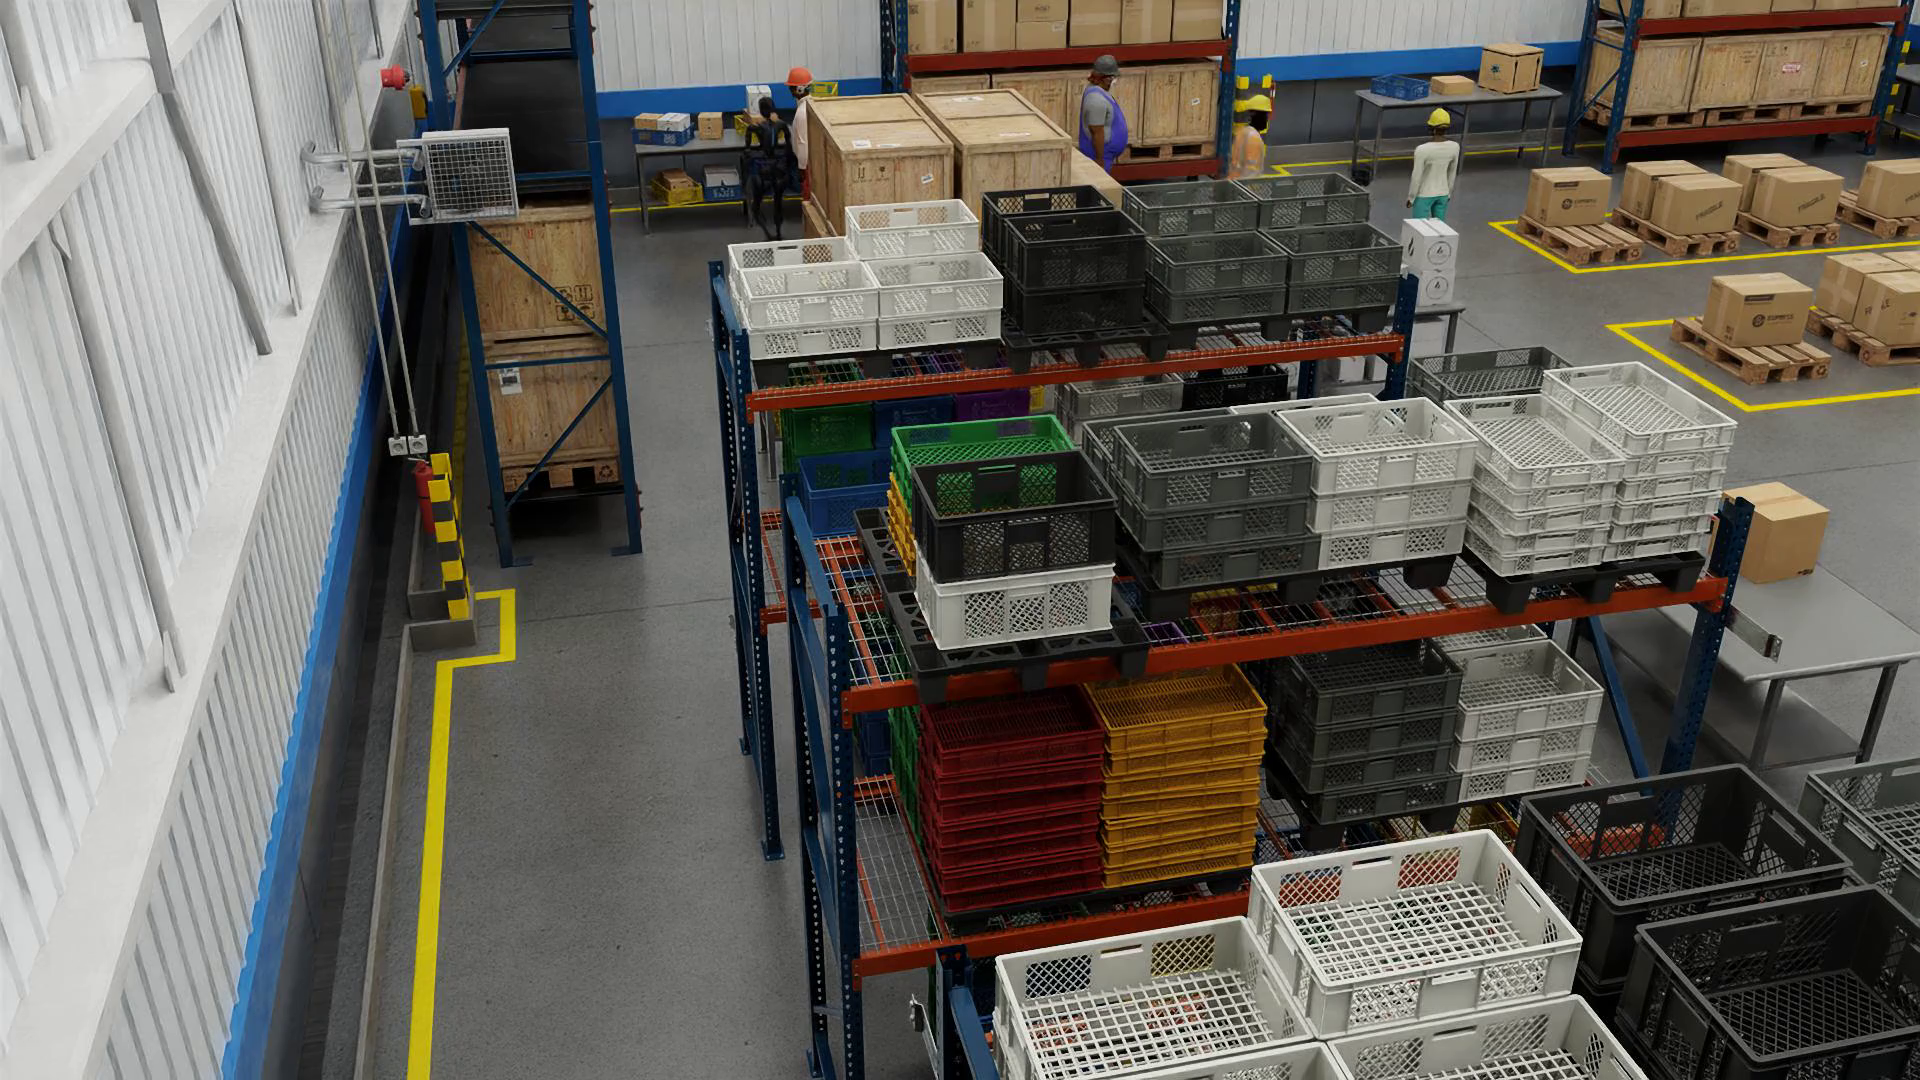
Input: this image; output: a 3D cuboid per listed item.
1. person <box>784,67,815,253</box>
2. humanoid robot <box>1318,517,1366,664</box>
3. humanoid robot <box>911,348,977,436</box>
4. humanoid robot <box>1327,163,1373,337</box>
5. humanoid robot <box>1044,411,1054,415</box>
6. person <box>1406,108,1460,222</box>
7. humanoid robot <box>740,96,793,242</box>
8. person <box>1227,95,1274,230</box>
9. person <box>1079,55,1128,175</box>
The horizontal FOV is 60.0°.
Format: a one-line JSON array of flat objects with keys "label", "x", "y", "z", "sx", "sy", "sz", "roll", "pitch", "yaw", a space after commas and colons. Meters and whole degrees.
[{"label": "person", "x": -1.666, "y": -4.117, "z": 18.025, "sx": 0.411, "sy": 1.985, "sz": 0.608, "roll": 3, "pitch": 28, "yaw": 5}, {"label": "humanoid robot", "x": 2.486, "y": 0.137, "z": 10.320, "sx": 0.774, "sy": 1.614, "sz": 0.593, "roll": 19, "pitch": 33, "yaw": 32}, {"label": "humanoid robot", "x": -0.090, "y": -0.955, "z": 12.333, "sx": 0.585, "sy": 1.657, "sz": 0.331, "roll": -23, "pitch": 35, "yaw": -36}, {"label": "humanoid robot", "x": 3.652, "y": -2.765, "z": 15.792, "sx": 0.364, "sy": 1.650, "sz": 0.601, "roll": -7, "pitch": 29, "yaw": -13}, {"label": "humanoid robot", "x": 0.567, "y": -0.054, "z": 10.628, "sx": 0.562, "sy": 1.655, "sz": 0.325, "roll": 6, "pitch": 28, "yaw": 11}, {"label": "person", "x": 4.862, "y": -3.569, "z": 17.210, "sx": 0.524, "sy": 1.768, "sz": 0.313, "roll": -9, "pitch": 29, "yaw": -17}, {"label": "humanoid robot", "x": -2.091, "y": -4.008, "z": 18.132, "sx": 0.646, "sy": 1.645, "sz": 0.352, "roll": -15, "pitch": 31, "yaw": -26}, {"label": "person", "x": 3.005, "y": -3.637, "z": 17.221, "sx": 0.874, "sy": 1.873, "sz": 0.612, "roll": -6, "pitch": 28, "yaw": -11}, {"label": "person", "x": 1.582, "y": -4.337, "z": 18.377, "sx": 0.536, "sy": 2.000, "sz": 0.679, "roll": 1, "pitch": 28, "yaw": 1}]
